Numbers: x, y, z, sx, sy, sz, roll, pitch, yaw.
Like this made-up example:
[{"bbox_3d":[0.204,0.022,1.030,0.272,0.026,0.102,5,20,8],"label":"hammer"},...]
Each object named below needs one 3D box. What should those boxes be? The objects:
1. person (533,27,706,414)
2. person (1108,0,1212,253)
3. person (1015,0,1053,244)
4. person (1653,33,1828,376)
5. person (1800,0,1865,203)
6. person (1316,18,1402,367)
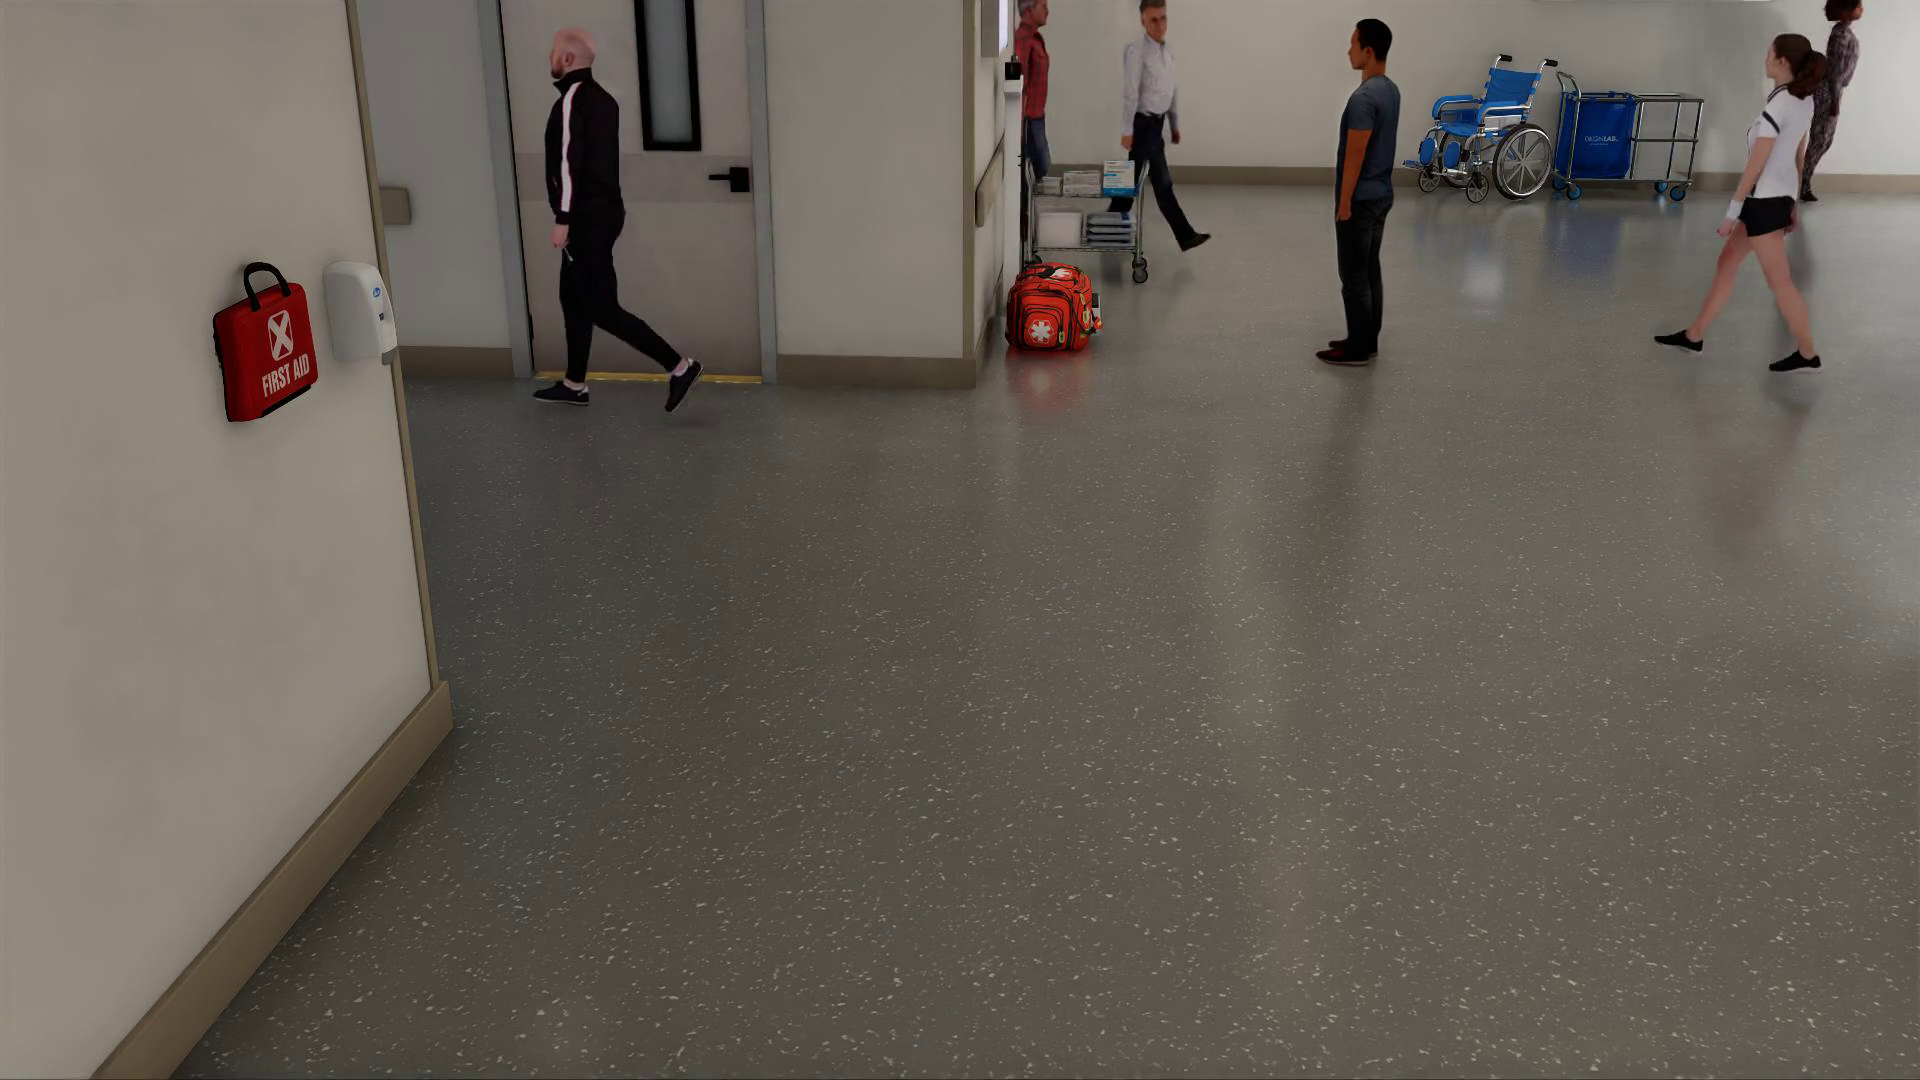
[{"bbox_3d":[-1.651,-1.454,7.857,0.721,1.808,1.068,1,21,4],"label":"person"},{"bbox_3d":[1.243,-2.917,11.795,1.086,1.754,1.182,12,24,29],"label":"person"},{"bbox_3d":[0.385,-3.044,12.045,0.770,1.815,0.690,3,21,8],"label":"person"},{"bbox_3d":[4.235,-1.665,8.561,1.113,1.703,1.115,-19,28,-40],"label":"person"},{"bbox_3d":[7.304,-3.733,14.012,0.792,1.710,0.604,4,21,11],"label":"person"},{"bbox_3d":[2.174,-1.840,8.880,0.790,1.804,0.642,12,24,28],"label":"person"}]
